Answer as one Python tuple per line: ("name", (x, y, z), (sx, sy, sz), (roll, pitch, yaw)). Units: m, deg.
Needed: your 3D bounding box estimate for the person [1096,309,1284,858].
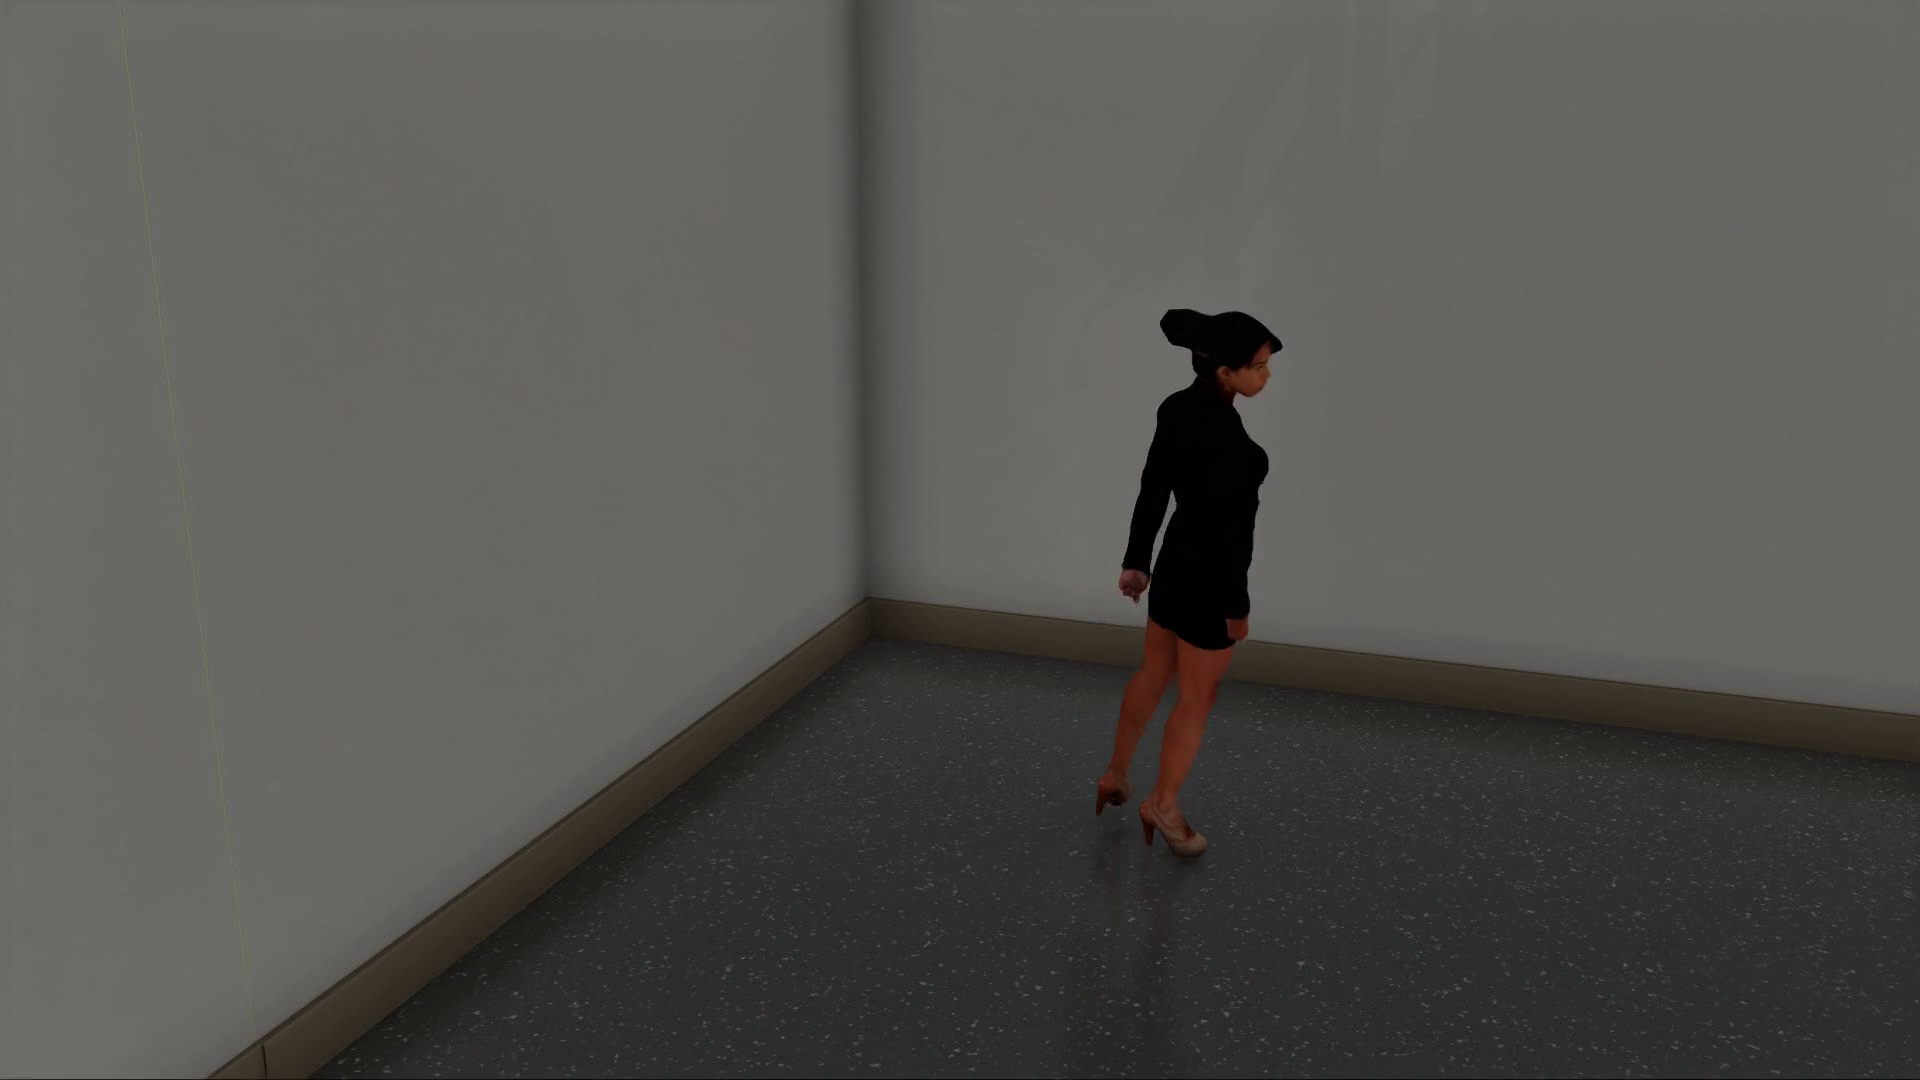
("person", (0.623, 0.155, 4.782), (0.883, 1.615, 0.798), (-10, 19, -33))
